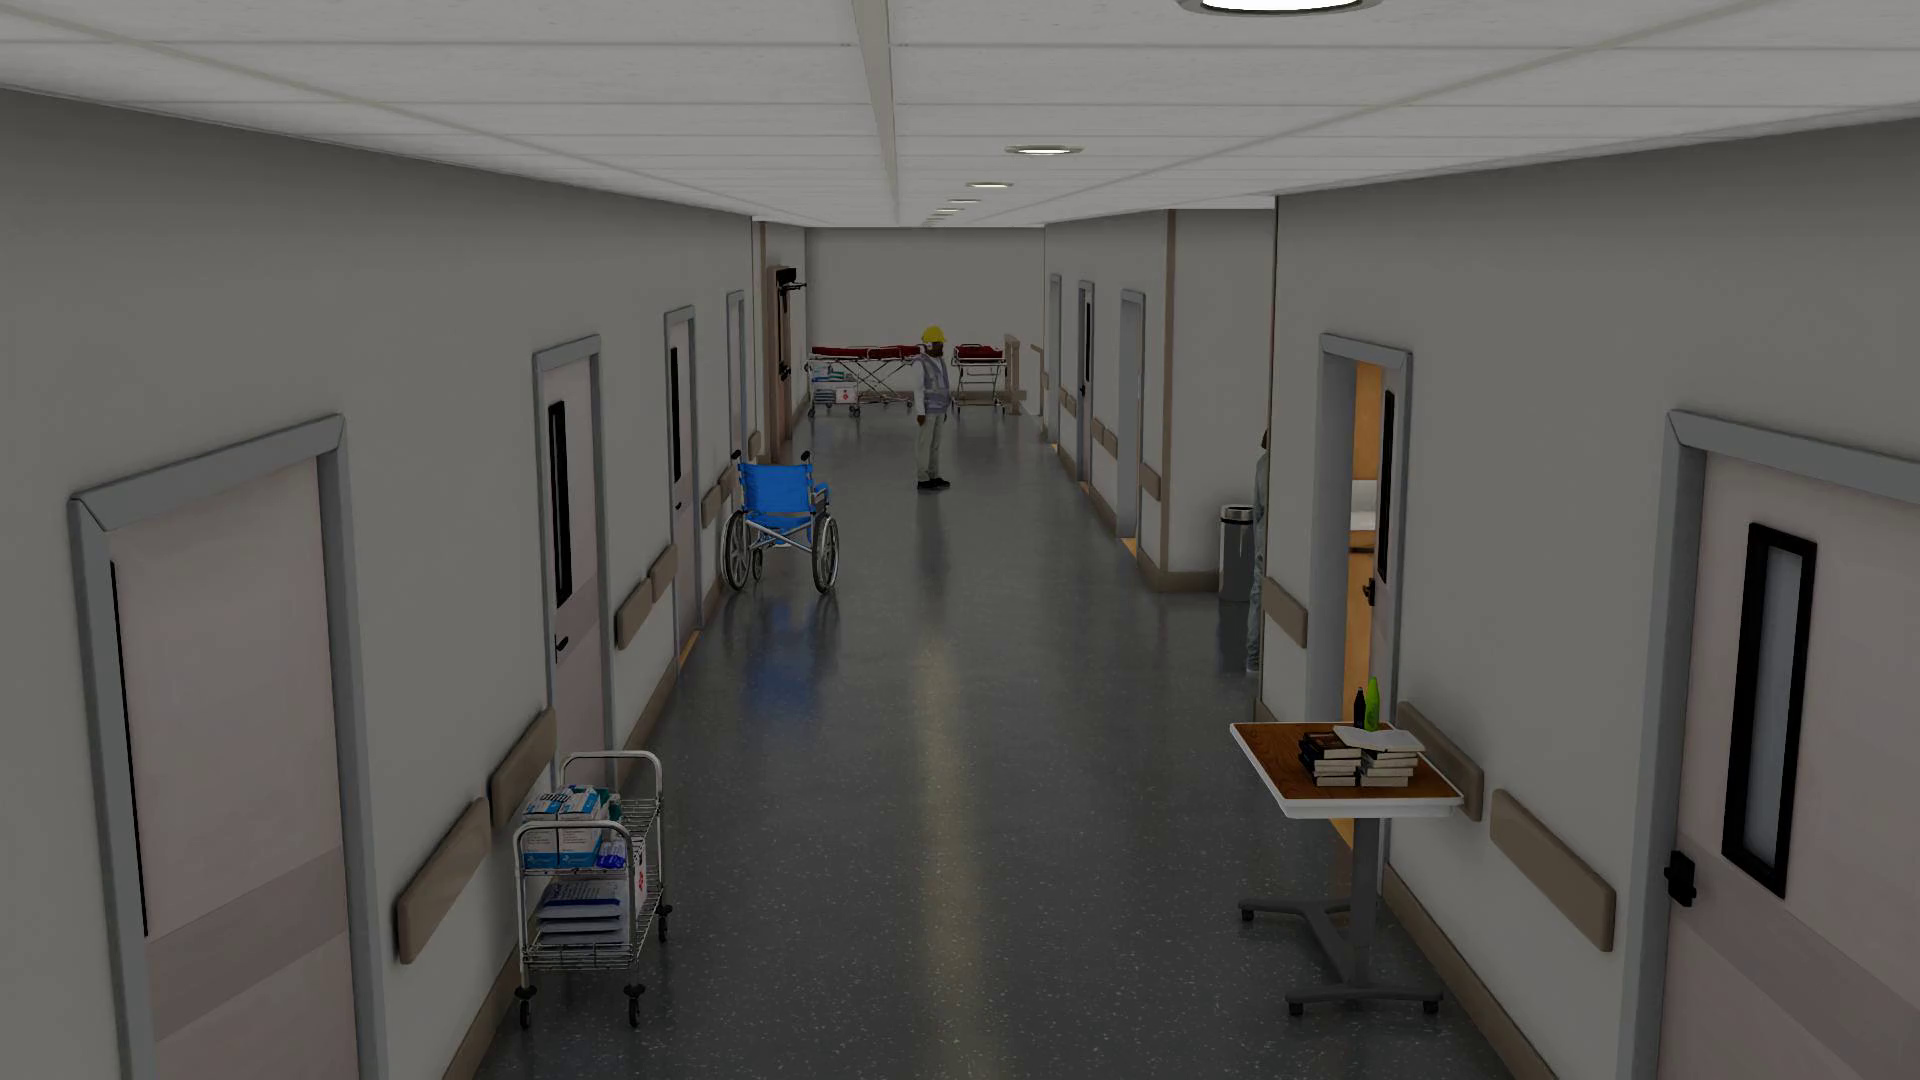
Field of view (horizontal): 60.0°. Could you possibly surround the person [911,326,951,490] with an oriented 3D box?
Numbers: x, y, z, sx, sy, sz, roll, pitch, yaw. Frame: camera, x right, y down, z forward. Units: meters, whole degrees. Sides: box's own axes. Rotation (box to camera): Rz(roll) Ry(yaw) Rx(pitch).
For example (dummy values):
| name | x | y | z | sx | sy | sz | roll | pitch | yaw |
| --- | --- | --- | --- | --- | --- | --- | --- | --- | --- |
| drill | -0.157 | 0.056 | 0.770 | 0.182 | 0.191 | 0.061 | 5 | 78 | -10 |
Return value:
| name | x | y | z | sx | sy | sz | roll | pitch | yaw |
| --- | --- | --- | --- | --- | --- | --- | --- | --- | --- |
| person | -0.307 | -1.481 | 18.691 | 0.404 | 1.829 | 0.602 | 5 | 11 | 27 |
